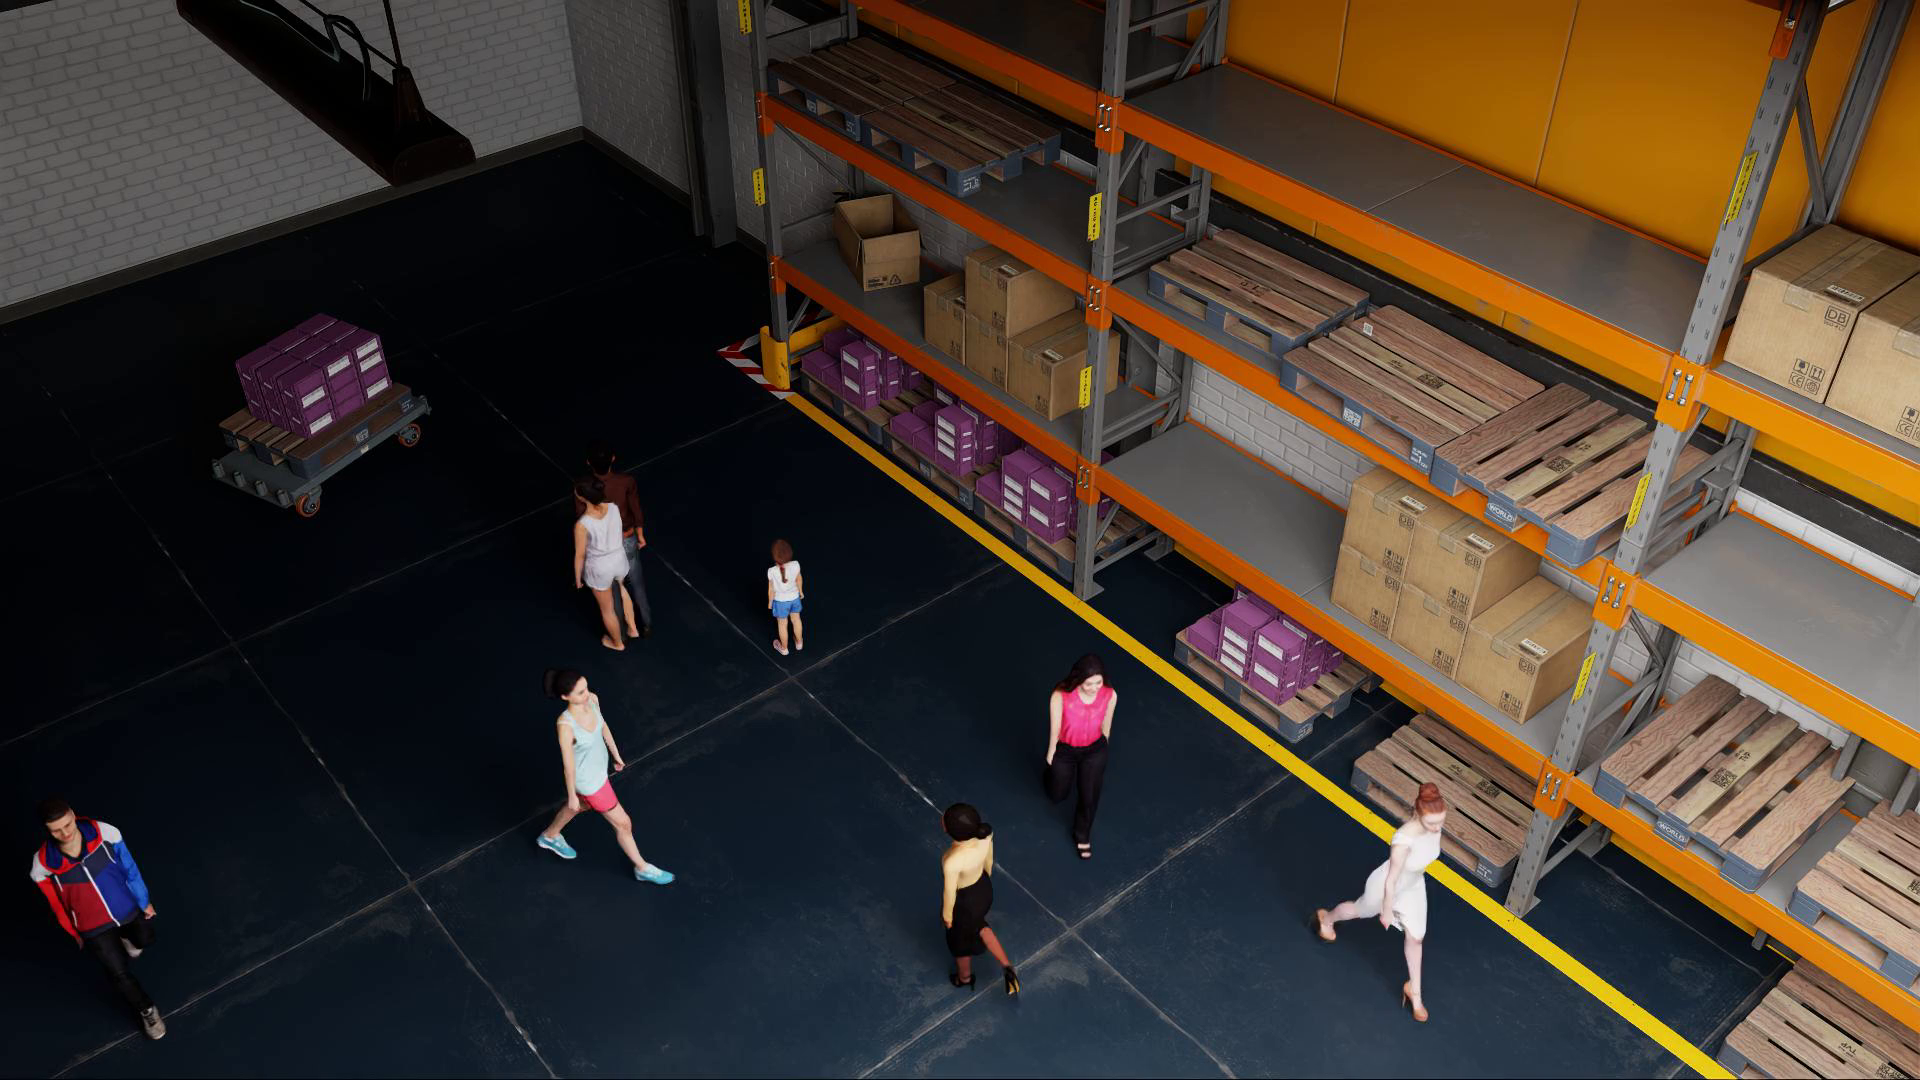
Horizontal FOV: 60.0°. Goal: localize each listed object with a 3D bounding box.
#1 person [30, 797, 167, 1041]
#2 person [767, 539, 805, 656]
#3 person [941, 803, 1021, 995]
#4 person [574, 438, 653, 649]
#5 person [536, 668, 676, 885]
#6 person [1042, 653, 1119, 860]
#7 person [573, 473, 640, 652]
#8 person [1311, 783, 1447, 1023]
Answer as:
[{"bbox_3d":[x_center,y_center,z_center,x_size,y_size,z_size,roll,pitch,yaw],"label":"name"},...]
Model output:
[{"bbox_3d":[-4.909,2.060,9.499,0.657,1.742,1.003,-29,47,-31],"label":"person"},{"bbox_3d":[-1.277,0.410,12.143,0.461,1.020,0.467,-17,42,-20],"label":"person"},{"bbox_3d":[0.104,2.115,9.509,0.799,1.642,0.663,28,47,31],"label":"person"},{"bbox_3d":[-2.492,0.024,12.017,0.691,1.780,0.604,-17,42,-20],"label":"person"},{"bbox_3d":[-2.358,1.453,10.274,1.235,1.724,1.062,9,39,11],"label":"person"},{"bbox_3d":[0.722,1.294,10.539,0.826,1.642,0.958,-7,39,-8],"label":"person"},{"bbox_3d":[-2.499,0.196,11.938,0.603,1.610,0.630,27,46,30],"label":"person"},{"bbox_3d":[2.441,1.958,9.624,0.684,1.745,1.168,-27,46,-30],"label":"person"}]
